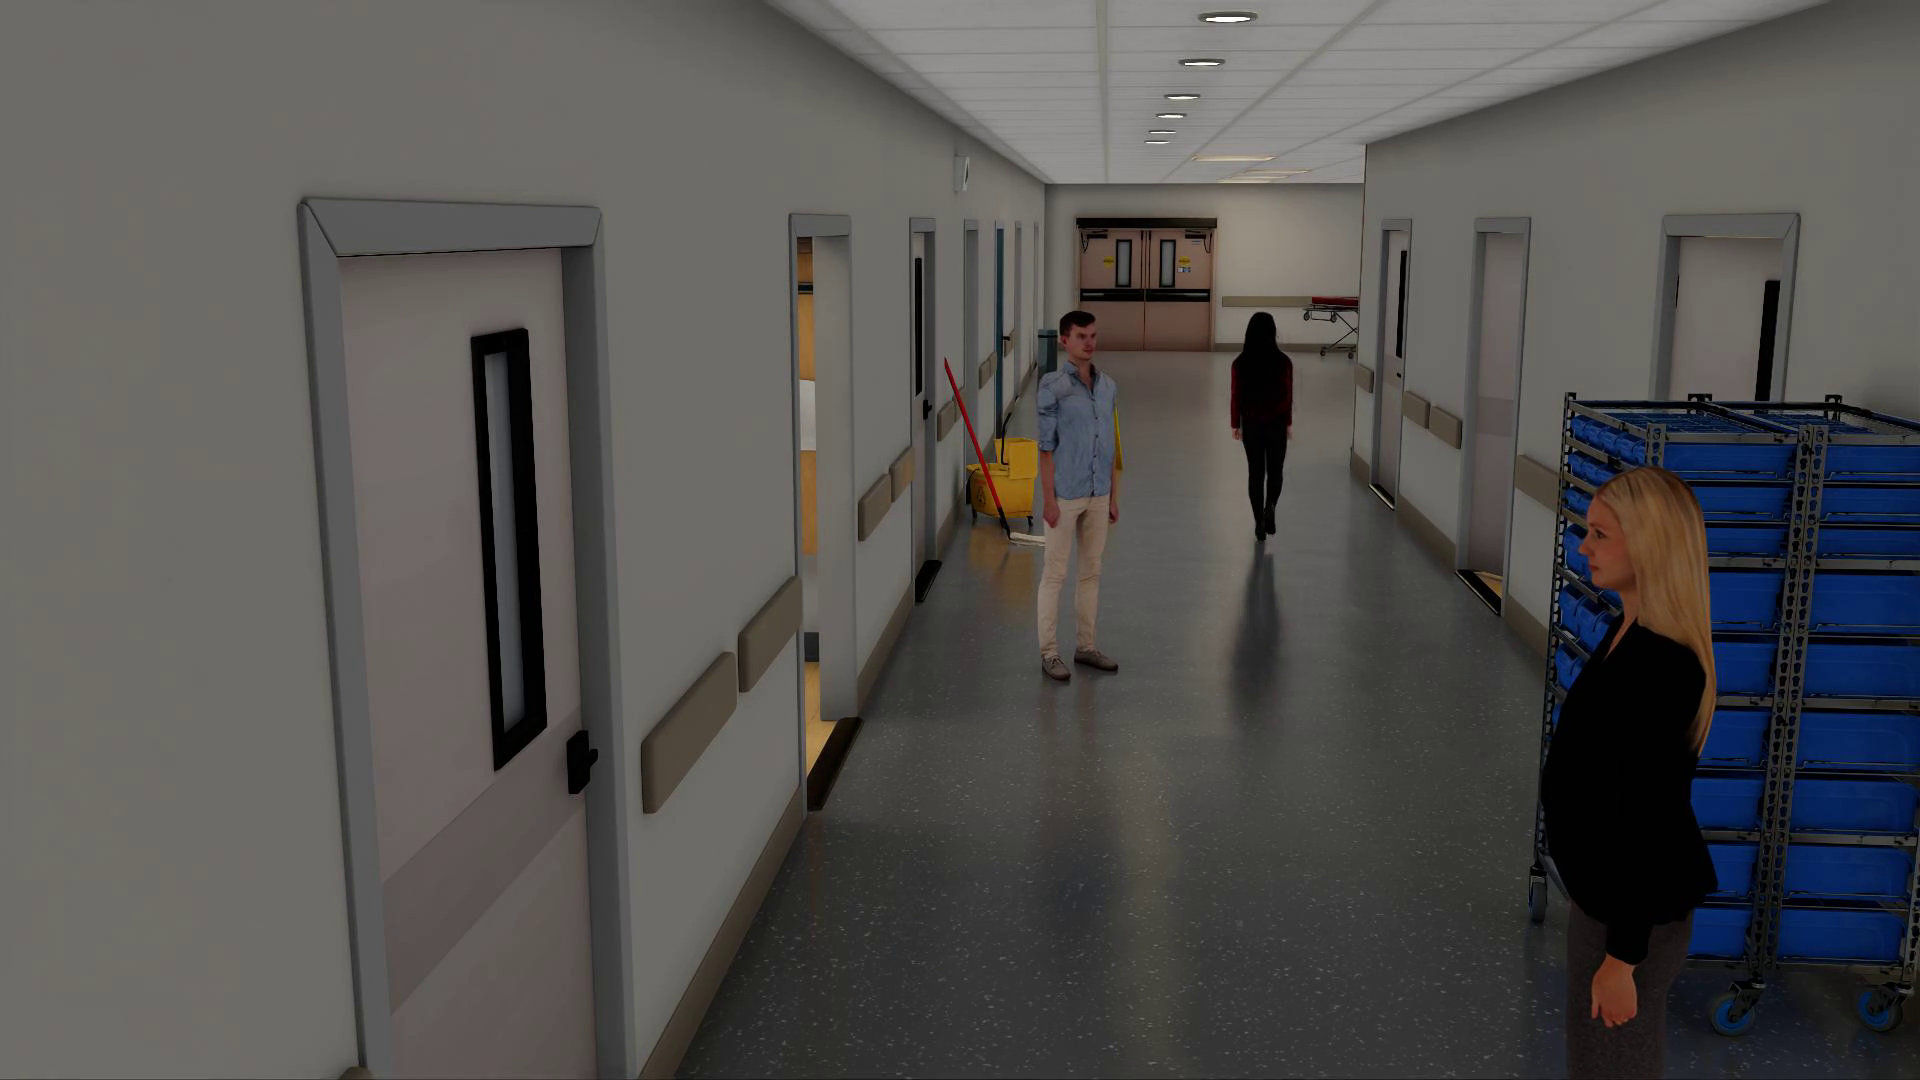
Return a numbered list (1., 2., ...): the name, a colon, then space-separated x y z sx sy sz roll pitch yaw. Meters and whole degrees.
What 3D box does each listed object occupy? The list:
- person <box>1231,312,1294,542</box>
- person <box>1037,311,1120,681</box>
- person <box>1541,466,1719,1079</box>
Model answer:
1. person: 2.183 -0.791 11.911 0.608 1.645 0.667 1 11 7
2. person: 0.595 -0.245 8.490 0.731 1.848 0.766 -7 13 -33
3. person: 1.275 0.767 3.170 0.693 1.843 0.533 3 11 15
